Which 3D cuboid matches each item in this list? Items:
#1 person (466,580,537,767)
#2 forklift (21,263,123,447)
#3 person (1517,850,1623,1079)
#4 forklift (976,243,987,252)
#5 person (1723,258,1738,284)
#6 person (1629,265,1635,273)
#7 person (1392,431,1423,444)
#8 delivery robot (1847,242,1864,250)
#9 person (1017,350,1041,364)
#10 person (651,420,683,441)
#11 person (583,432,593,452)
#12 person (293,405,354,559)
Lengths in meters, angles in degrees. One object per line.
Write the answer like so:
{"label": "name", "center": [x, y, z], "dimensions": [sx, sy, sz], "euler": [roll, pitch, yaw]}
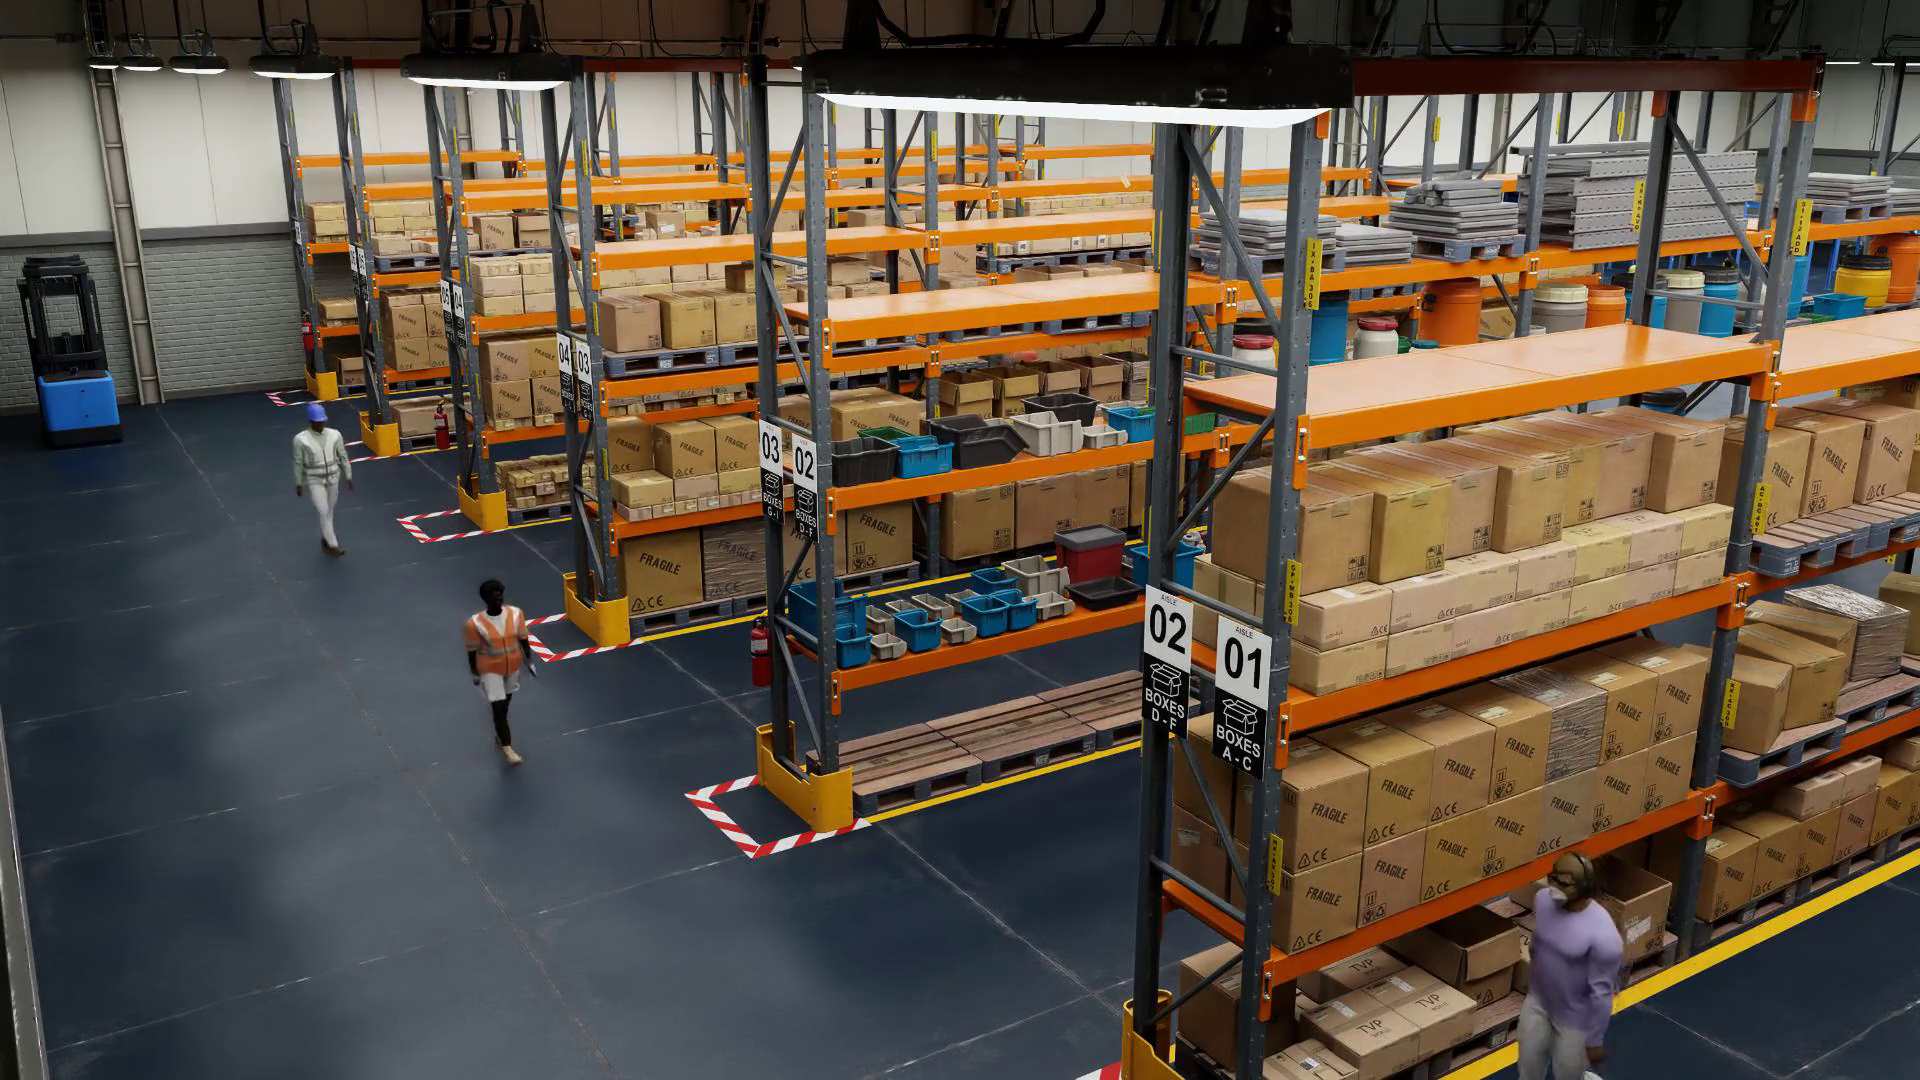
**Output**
{"label": "person", "center": [-4.005, 1.144, 13.858], "dimensions": [0.541, 1.646, 0.877], "euler": [-15, 22, -40]}
{"label": "forklift", "center": [-14.518, -3.079, 25.708], "dimensions": [1.129, 2.768, 1.873], "euler": [-10, 20, -31]}
{"label": "person", "center": [3.385, 2.578, 8.717], "dimensions": [0.804, 1.921, 0.637], "euler": [-7, 18, -21]}
{"label": "forklift", "center": [0.988, -5.474, 34.718], "dimensions": [1.214, 2.155, 2.313], "euler": [-10, 20, -31]}
{"label": "person", "center": [16.632, -5.223, 34.371], "dimensions": [0.533, 1.870, 0.315], "euler": [7, 18, 22]}
{"label": "person", "center": [14.383, -4.990, 33.795], "dimensions": [0.523, 1.761, 0.326], "euler": [-12, 21, -35]}
{"label": "person", "center": [6.088, -1.388, 21.588], "dimensions": [0.393, 1.990, 0.616], "euler": [-5, 18, -15]}
{"label": "delivery robot", "center": [27.876, -9.126, 48.864], "dimensions": [0.698, 0.223, 0.335], "euler": [11, 20, 31]}
{"label": "person", "center": [0.884, -1.802, 22.933], "dimensions": [0.985, 2.011, 0.618], "euler": [-7, 18, -22]}
{"label": "person", "center": [-4.548, -2.293, 24.821], "dimensions": [0.979, 1.829, 0.596], "euler": [-4, 17, -12]}
{"label": "person", "center": [-5.439, -1.825, 23.684], "dimensions": [0.743, 1.597, 0.500], "euler": [-8, 19, -25]}
{"label": "person", "center": [-7.836, -0.724, 19.554], "dimensions": [0.644, 1.901, 0.955], "euler": [-16, 23, -42]}
